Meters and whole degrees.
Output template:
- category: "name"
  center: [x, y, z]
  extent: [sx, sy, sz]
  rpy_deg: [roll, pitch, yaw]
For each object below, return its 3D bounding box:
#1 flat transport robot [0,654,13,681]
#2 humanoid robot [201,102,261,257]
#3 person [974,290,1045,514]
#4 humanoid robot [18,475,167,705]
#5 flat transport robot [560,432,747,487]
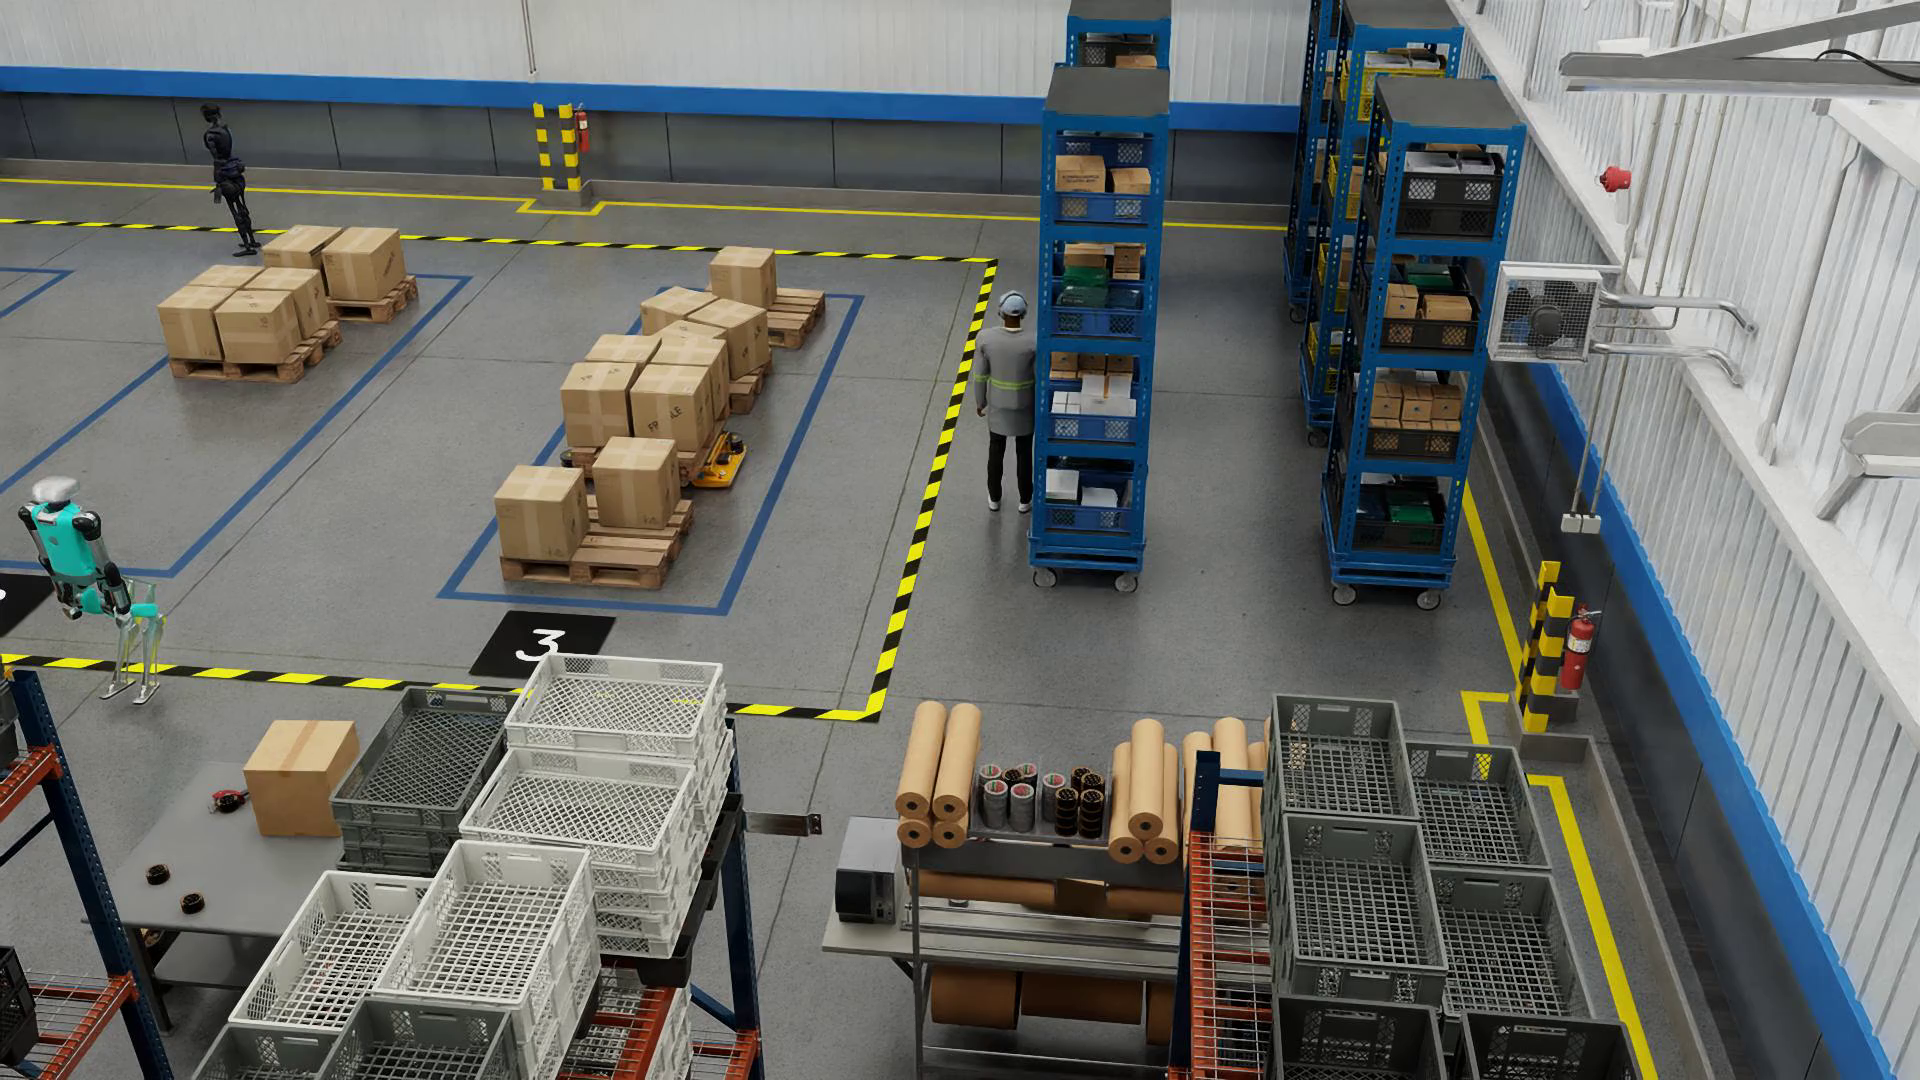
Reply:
- category: "flat transport robot"
  center: [-7.142, 0.969, 11.010]
  extent: [1.431, 0.231, 0.659]
  rpy_deg: [3, 30, 6]
- category: "humanoid robot"
  center: [-7.906, -3.901, 17.961]
  extent: [0.315, 1.655, 0.599]
  rpy_deg: [-2, 30, -4]
- category: "person"
  center: [0.409, -1.072, 12.940]
  extent: [0.596, 1.852, 0.362]
  rpy_deg: [6, 31, 10]
- category: "humanoid robot"
  center: [-5.429, 0.256, 10.645]
  extent: [0.533, 1.673, 0.735]
  rpy_deg: [8, 31, 14]
- category: "flat transport robot"
  center: [-2.554, -0.707, 13.861]
  extent: [1.431, 0.197, 0.652]
  rpy_deg: [3, 30, 6]
